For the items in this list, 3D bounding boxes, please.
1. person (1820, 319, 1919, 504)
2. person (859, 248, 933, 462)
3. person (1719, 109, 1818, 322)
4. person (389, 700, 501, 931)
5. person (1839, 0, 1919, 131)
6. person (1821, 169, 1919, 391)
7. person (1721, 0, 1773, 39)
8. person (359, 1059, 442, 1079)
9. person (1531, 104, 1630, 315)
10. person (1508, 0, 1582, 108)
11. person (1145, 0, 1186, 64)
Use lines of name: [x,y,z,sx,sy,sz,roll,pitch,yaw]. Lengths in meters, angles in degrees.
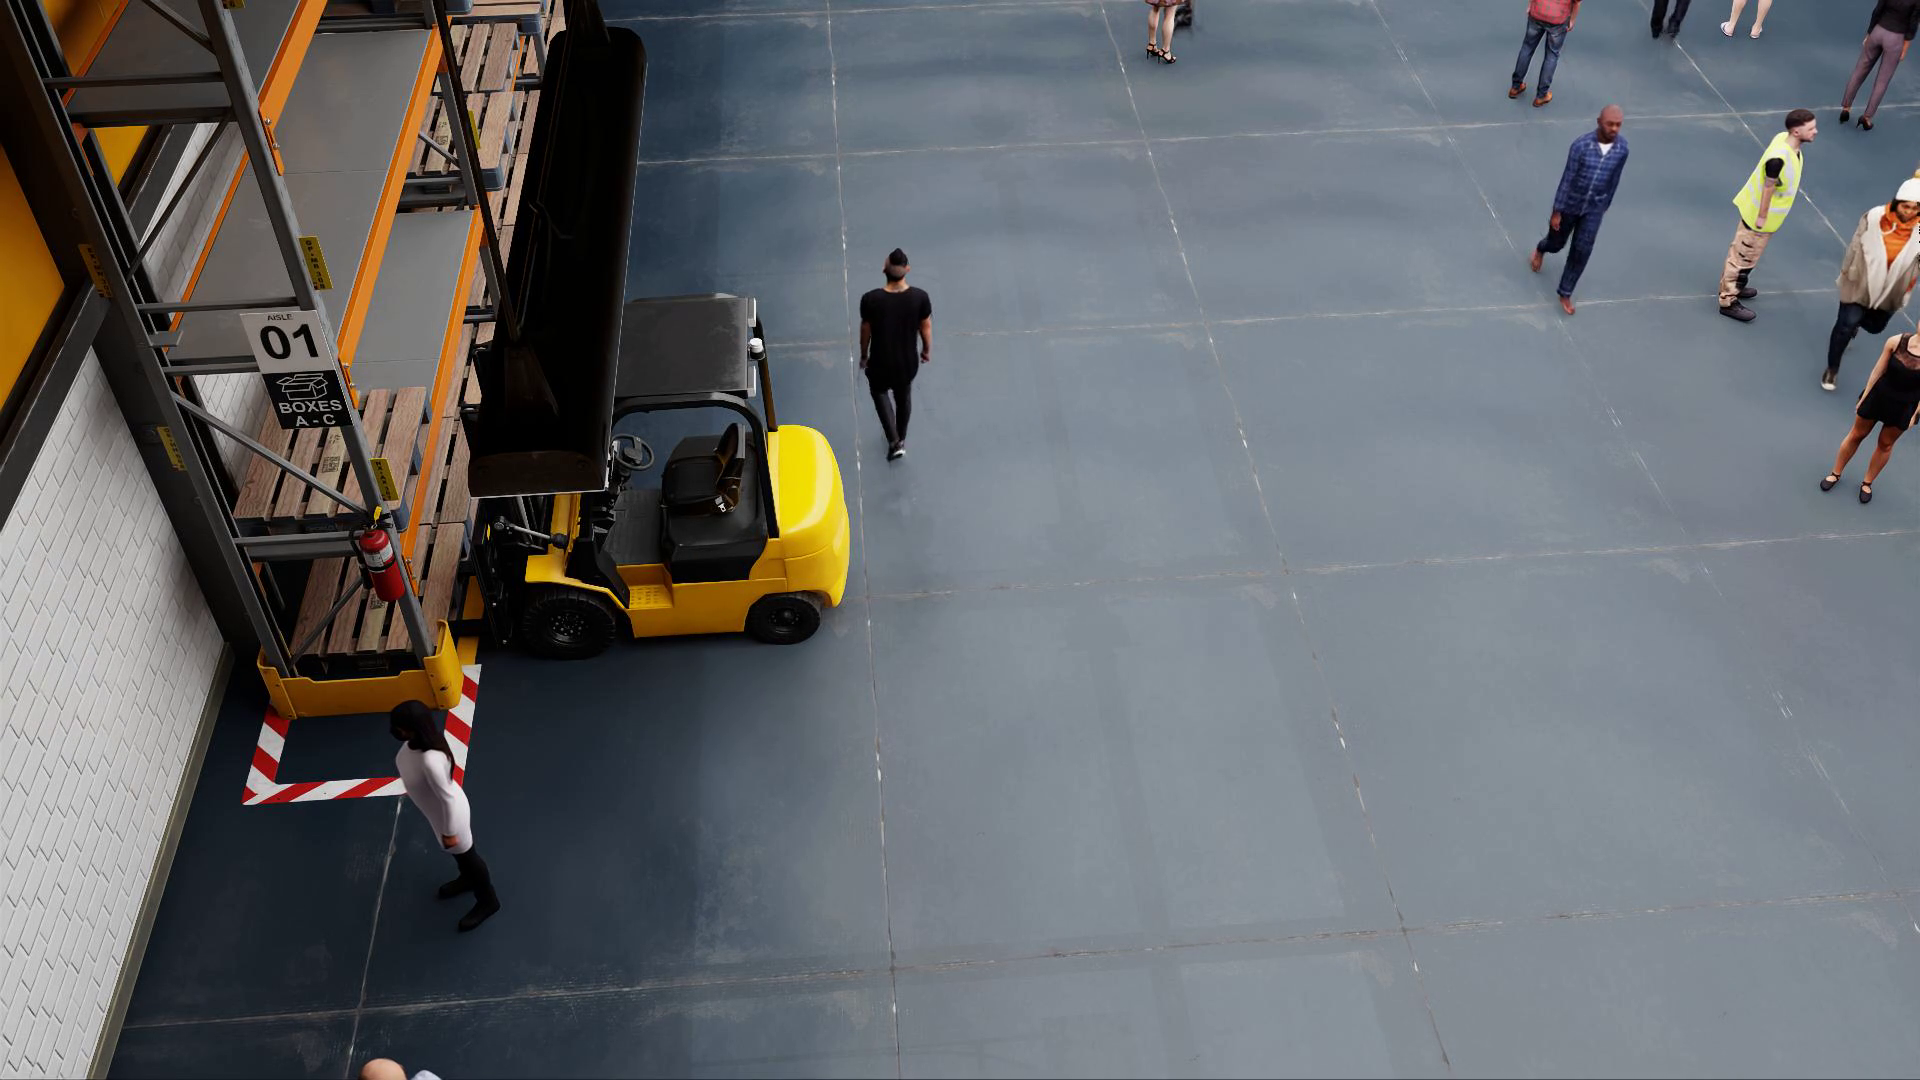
person: [6.706,-1.001,11.962,0.679,1.674,0.724,23,48,23]
person: [-0.463,-1.299,12.144,0.768,1.853,0.844,-10,44,-10]
person: [6.595,-2.700,13.620,0.907,1.846,0.832,20,47,19]
person: [-2.853,1.497,9.243,0.743,1.807,0.613,-22,48,-21]
person: [8.822,-4.719,15.867,0.740,1.670,0.639,-27,50,-26]
person: [7.150,-2.085,12.950,0.953,1.881,1.143,11,45,11]
person: [8.368,-6.115,17.216,0.727,1.831,0.675,11,45,11]
person: [-2.478,2.929,7.752,0.771,1.791,0.625,11,45,11]
person: [5.108,-2.817,13.779,0.744,1.796,1.057,1,44,1]
person: [5.753,-5.146,16.200,0.751,1.829,0.783,25,49,24]
person: [2.103,-5.697,16.818,0.859,1.774,0.781,-28,50,-27]
